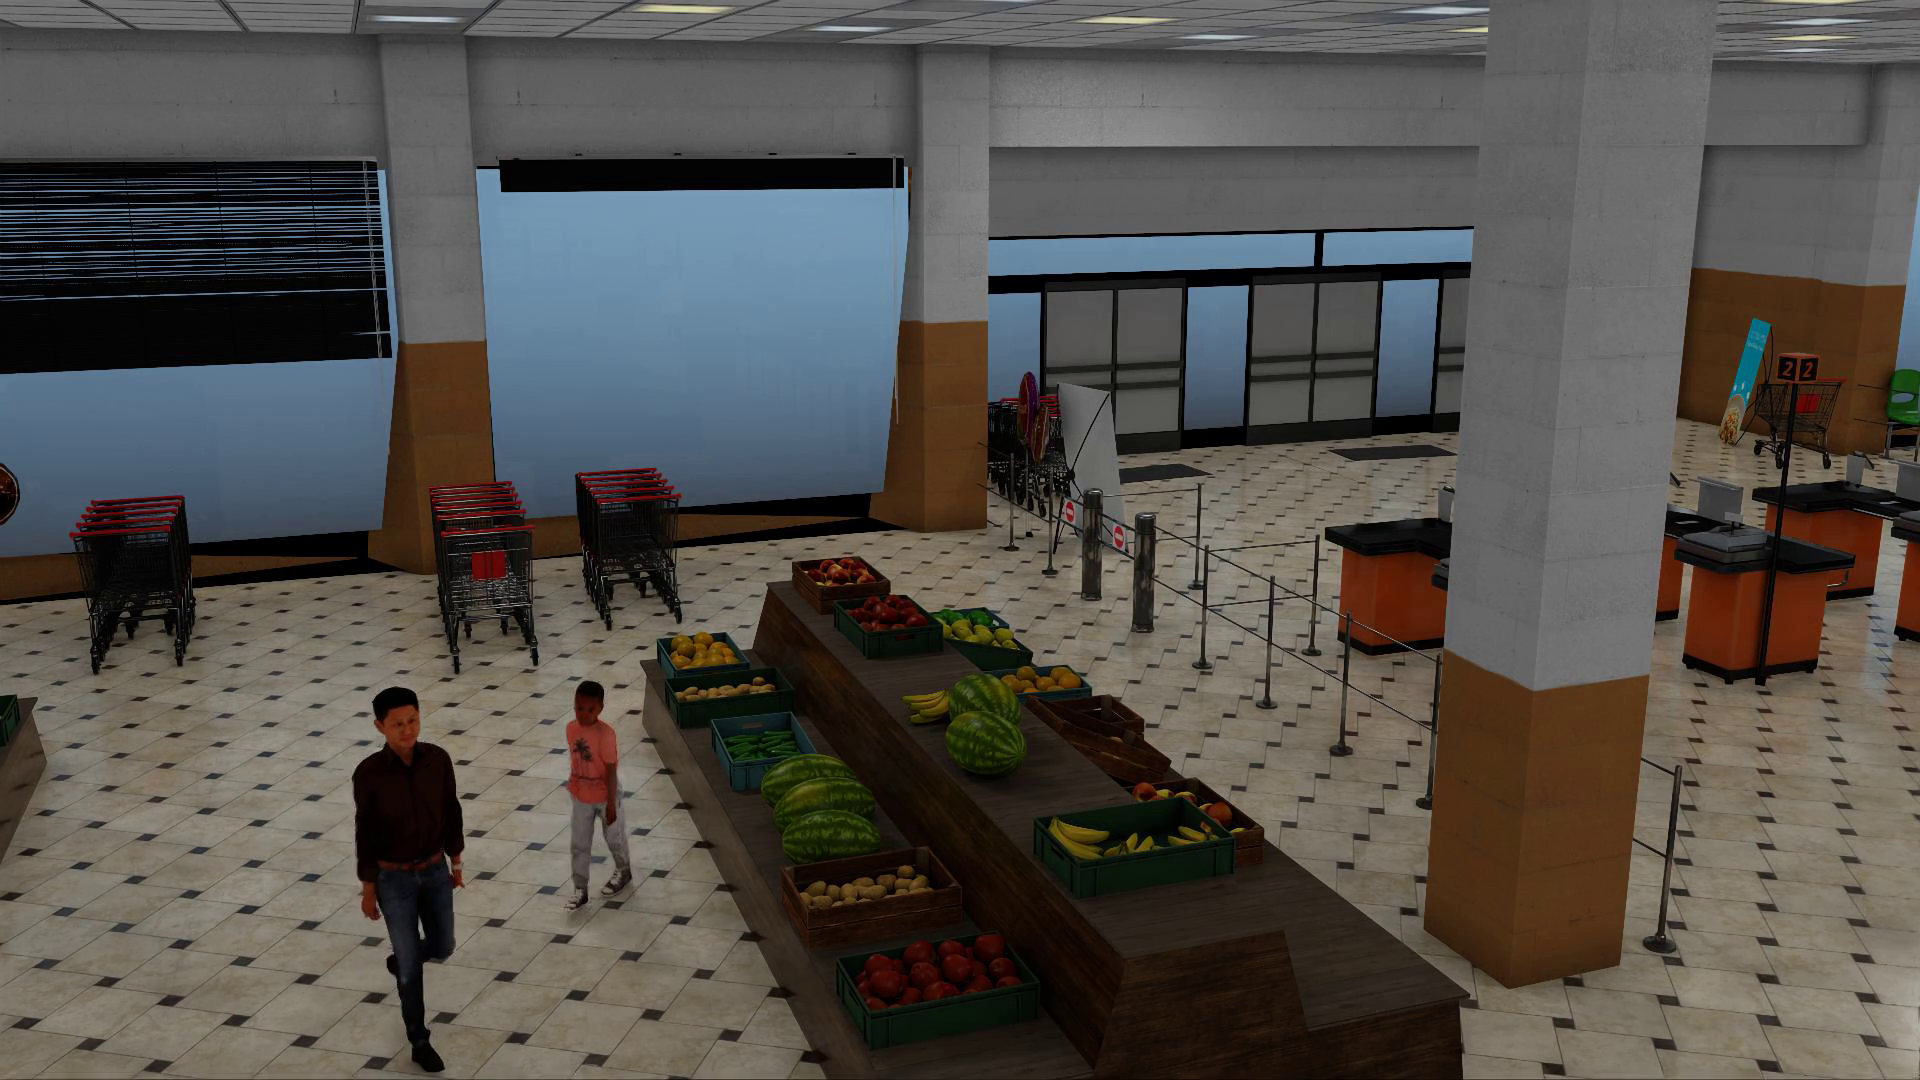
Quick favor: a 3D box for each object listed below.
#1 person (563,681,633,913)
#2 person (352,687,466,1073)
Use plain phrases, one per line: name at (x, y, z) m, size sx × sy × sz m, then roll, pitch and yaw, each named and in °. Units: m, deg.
person at (-1.958, 1.352, 9.090) m, size 0.768 × 1.287 × 0.858 m, roll 6°, pitch 15°, yaw 25°
person at (-2.514, 1.491, 7.504) m, size 0.854 × 1.764 × 1.027 m, roll -11°, pitch 18°, yaw -39°
